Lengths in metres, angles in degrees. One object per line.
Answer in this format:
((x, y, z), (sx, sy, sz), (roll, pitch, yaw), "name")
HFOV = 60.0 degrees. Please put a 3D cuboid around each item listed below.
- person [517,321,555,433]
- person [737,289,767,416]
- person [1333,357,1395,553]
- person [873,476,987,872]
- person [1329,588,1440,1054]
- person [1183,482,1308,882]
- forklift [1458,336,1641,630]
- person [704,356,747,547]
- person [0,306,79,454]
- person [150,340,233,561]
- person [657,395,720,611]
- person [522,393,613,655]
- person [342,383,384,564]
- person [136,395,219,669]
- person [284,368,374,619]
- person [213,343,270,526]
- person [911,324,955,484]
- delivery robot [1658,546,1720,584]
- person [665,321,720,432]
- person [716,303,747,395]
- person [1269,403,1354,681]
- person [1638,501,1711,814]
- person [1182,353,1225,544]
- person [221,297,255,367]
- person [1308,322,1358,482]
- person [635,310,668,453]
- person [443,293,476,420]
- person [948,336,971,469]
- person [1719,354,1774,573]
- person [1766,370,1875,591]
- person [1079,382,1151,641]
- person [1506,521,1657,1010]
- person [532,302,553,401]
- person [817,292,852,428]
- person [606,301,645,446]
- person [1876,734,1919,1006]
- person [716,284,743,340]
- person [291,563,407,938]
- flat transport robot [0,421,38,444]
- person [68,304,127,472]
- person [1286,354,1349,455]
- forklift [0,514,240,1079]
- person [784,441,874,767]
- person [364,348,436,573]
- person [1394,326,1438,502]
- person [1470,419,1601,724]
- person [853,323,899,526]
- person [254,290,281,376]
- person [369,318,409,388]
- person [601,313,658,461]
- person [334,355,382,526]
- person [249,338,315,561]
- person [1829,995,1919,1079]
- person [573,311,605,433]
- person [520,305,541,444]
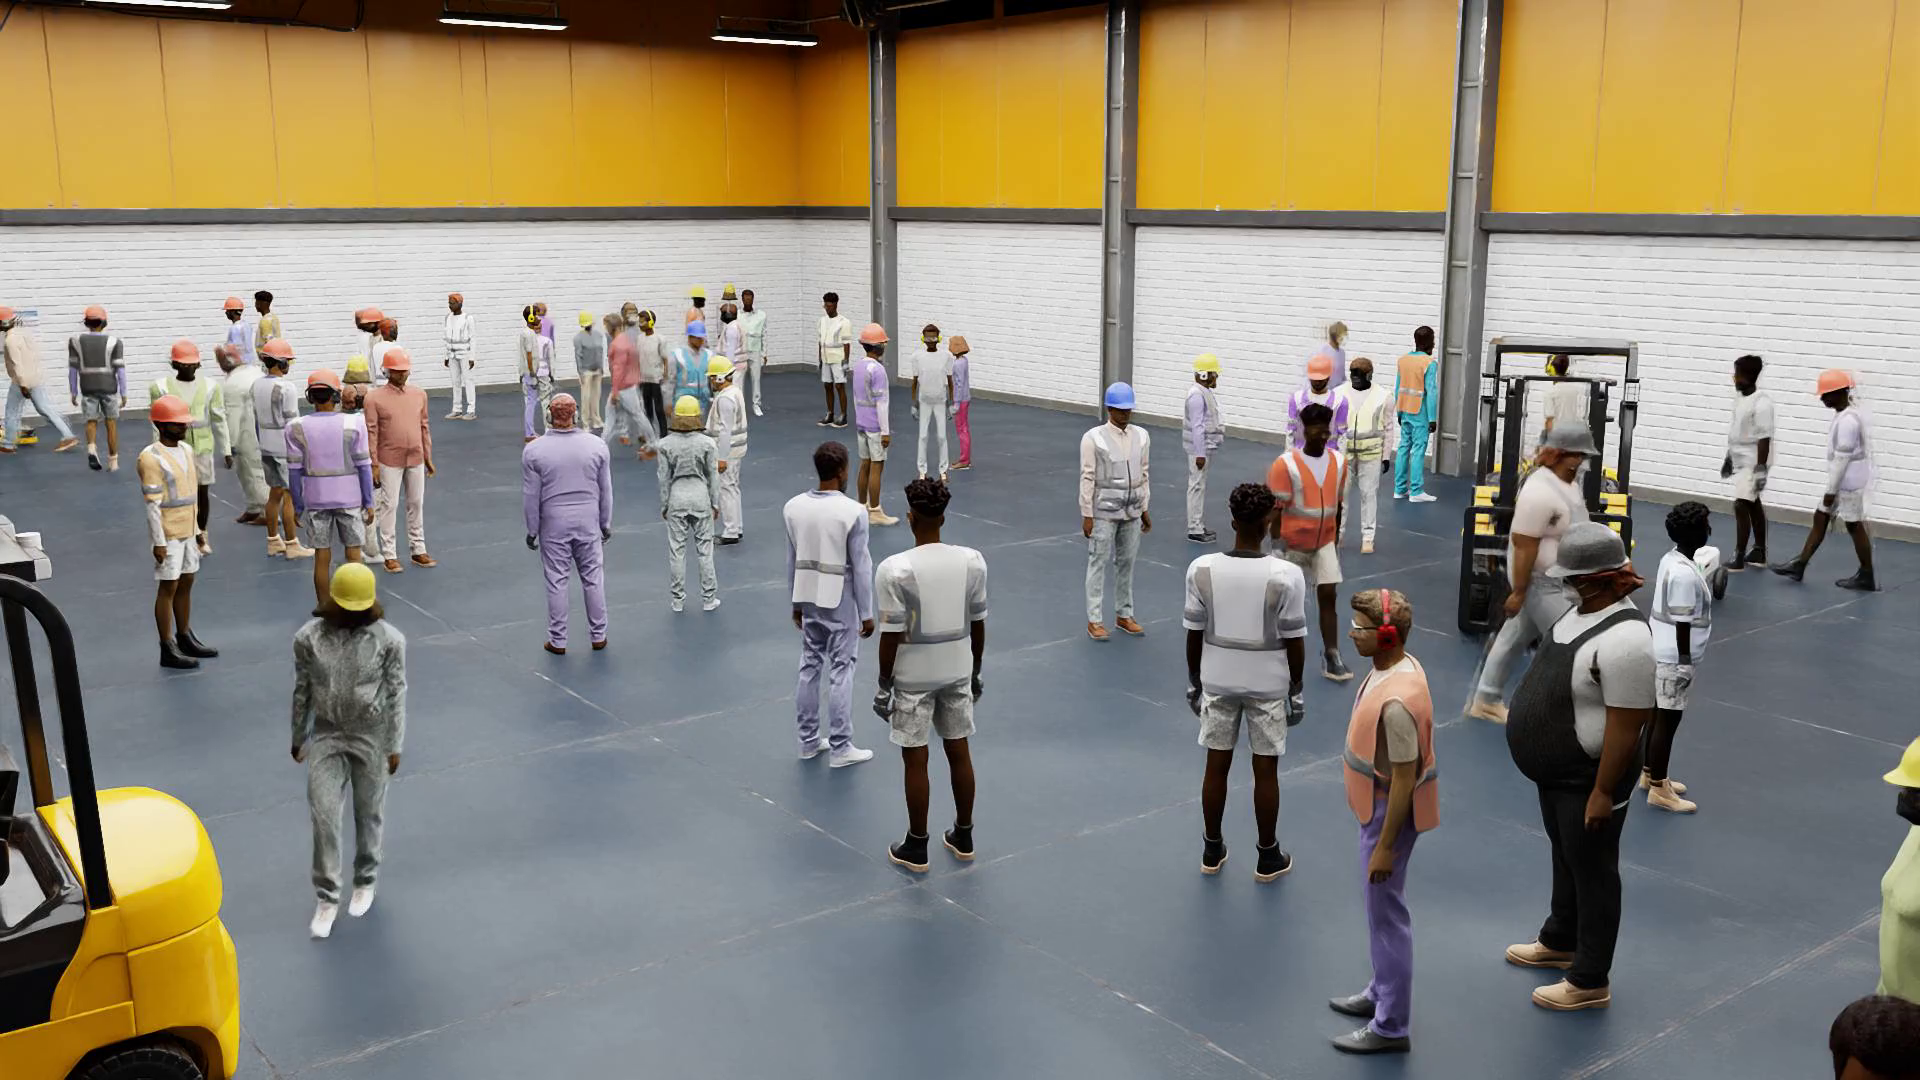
((-5.945, -2.302, 23.354), (0.508, 1.629, 0.318), (-3, 12, -15), "person")
((-3.212, -2.841, 25.248), (0.592, 1.922, 0.392), (-3, 12, -12), "person")
((3.714, -0.791, 15.546), (0.634, 1.839, 0.429), (5, 13, 22), "person")
((-0.148, 0.660, 8.226), (0.611, 1.964, 0.364), (-6, 13, -28), "person")
((1.666, 1.088, 6.463), (0.373, 1.840, 0.570), (2, 12, 11), "person")
((1.386, 0.688, 8.089), (0.603, 1.967, 0.366), (5, 13, 24), "person")
((4.683, -0.471, 13.136), (1.214, 2.155, 2.313), (4, 12, 20), "forklift")
((-2.230, -0.847, 15.872), (0.403, 1.819, 0.602), (0, 12, -1), "person")
((-12.039, -2.060, 21.503), (1.050, 1.933, 0.625), (-1, 12, -6), "person")
((-6.986, -0.811, 15.196), (0.629, 2.014, 0.836), (-8, 14, -35), "person")
((-2.171, -0.291, 13.367), (0.487, 1.744, 0.295), (-1, 12, -4), "person")
((-2.852, -0.116, 12.120), (0.638, 1.909, 0.408), (-5, 13, -23), "person")
((-5.439, -0.595, 15.084), (0.513, 1.641, 0.307), (8, 14, 35), "person")
((-5.542, -0.066, 11.805), (0.379, 1.937, 0.548), (1, 12, 6), "person")
((-4.775, -0.292, 12.667), (0.605, 2.034, 0.389), (-3, 12, -13), "person")
((-7.224, -1.045, 16.718), (0.645, 1.866, 0.701), (-1, 12, -3), "person")
((-0.314, -1.575, 19.288), (0.505, 1.864, 0.331), (0, 12, 1), "person")
((5.987, 0.199, 13.654), (0.477, 0.478, 0.707), (8, 14, 35), "delivery robot")
((-3.139, -1.634, 19.511), (0.617, 1.891, 1.017), (-9, 15, -37), "person")
((-3.203, -2.405, 23.364), (0.429, 1.839, 0.630), (0, 12, 0), "person")
((2.427, -0.016, 11.632), (0.639, 1.913, 1.006), (-4, 12, -17), "person")
((3.904, 0.624, 9.053), (0.316, 1.698, 0.540), (3, 12, 15), "person")
((2.343, -0.888, 16.027), (0.403, 1.834, 0.586), (2, 12, 11), "person")
((-9.976, -2.394, 23.044), (0.362, 1.939, 0.542), (-1, 12, -4), "person")
((4.313, -1.613, 19.455), (1.028, 1.876, 0.648), (8, 14, 33), "person")
((-3.986, -2.035, 21.493), (0.523, 1.865, 0.317), (8, 14, 34), "person")
((-7.472, -2.733, 24.820), (0.575, 1.883, 0.355), (5, 13, 24), "person")
((-0.007, -1.681, 20.340), (0.268, 1.632, 0.507), (1, 12, 7), "person")
((7.007, -0.686, 14.823), (0.585, 1.937, 0.636), (2, 12, 9), "person")
((7.379, -0.504, 14.094), (0.933, 1.866, 0.612), (5, 13, 22), "person")
((1.175, -0.219, 12.516), (0.614, 1.946, 0.390), (-6, 13, -28), "person")
((2.526, 0.907, 6.854), (0.536, 2.000, 0.677), (1, 12, 4), "person")
((-6.759, -3.029, 26.856), (0.464, 1.629, 0.567), (7, 14, 32), "person")
((-1.825, -2.604, 24.021), (0.607, 1.958, 0.376), (10, 15, 40), "person")
((-4.401, -2.221, 22.245), (0.634, 1.930, 0.384), (-9, 15, -36), "person")
((2.883, 1.426, 5.018), (0.323, 1.768, 0.530), (2, 12, 11), "person")
((-4.137, -3.733, 29.988), (0.490, 1.743, 0.298), (-1, 12, -2), "person")
((-2.774, 0.937, 7.530), (0.543, 1.696, 0.646), (-2, 12, -11), "person")
((-13.104, -1.451, 22.540), (1.431, 0.197, 0.652), (11, 16, 42), "flat transport robot")
((-10.342, -1.803, 19.958), (0.648, 2.033, 0.615), (-4, 12, -18), "person")
((3.183, -0.705, 14.910), (0.542, 1.931, 0.366), (4, 12, 18), "person")
((-3.687, 1.115, 5.480), (2.313, 2.155, 1.214), (-9, 15, -36), "forklift")
((-0.772, 0.378, 9.731), (0.593, 1.911, 0.383), (8, 14, 34), "person")
((-4.966, -0.713, 14.794), (0.390, 1.991, 0.623), (11, 16, 41), "person")
((4.982, -1.380, 18.200), (0.370, 1.915, 0.597), (-5, 13, -25), "person")
((3.658, 0.206, 10.243), (0.999, 2.000, 0.678), (6, 13, 27), "person")
((-0.862, -1.163, 16.833), (0.361, 2.047, 0.614), (-6, 13, -27), "person")
((-10.045, -2.643, 24.180), (0.367, 1.967, 0.606), (-3, 12, -13), "person")
((-6.774, -1.710, 19.881), (0.573, 1.882, 0.356), (7, 14, 30), "person")
((-4.251, -1.894, 20.795), (1.044, 1.875, 0.652), (-4, 12, -16), "person")
((-6.033, -0.986, 16.745), (0.491, 1.750, 0.343), (-1, 12, -4), "person")
((-6.215, -0.832, 15.277), (0.610, 2.035, 0.405), (9, 15, 36), "person")
((1.681, 1.744, 3.162), (0.609, 1.918, 0.425), (4, 12, 19), "person")
((-5.181, -2.391, 23.556), (0.369, 1.721, 0.699), (7, 14, 30), "person")
((-5.777, -2.233, 22.465), (0.325, 1.861, 0.516), (-3, 12, -13), "person")
